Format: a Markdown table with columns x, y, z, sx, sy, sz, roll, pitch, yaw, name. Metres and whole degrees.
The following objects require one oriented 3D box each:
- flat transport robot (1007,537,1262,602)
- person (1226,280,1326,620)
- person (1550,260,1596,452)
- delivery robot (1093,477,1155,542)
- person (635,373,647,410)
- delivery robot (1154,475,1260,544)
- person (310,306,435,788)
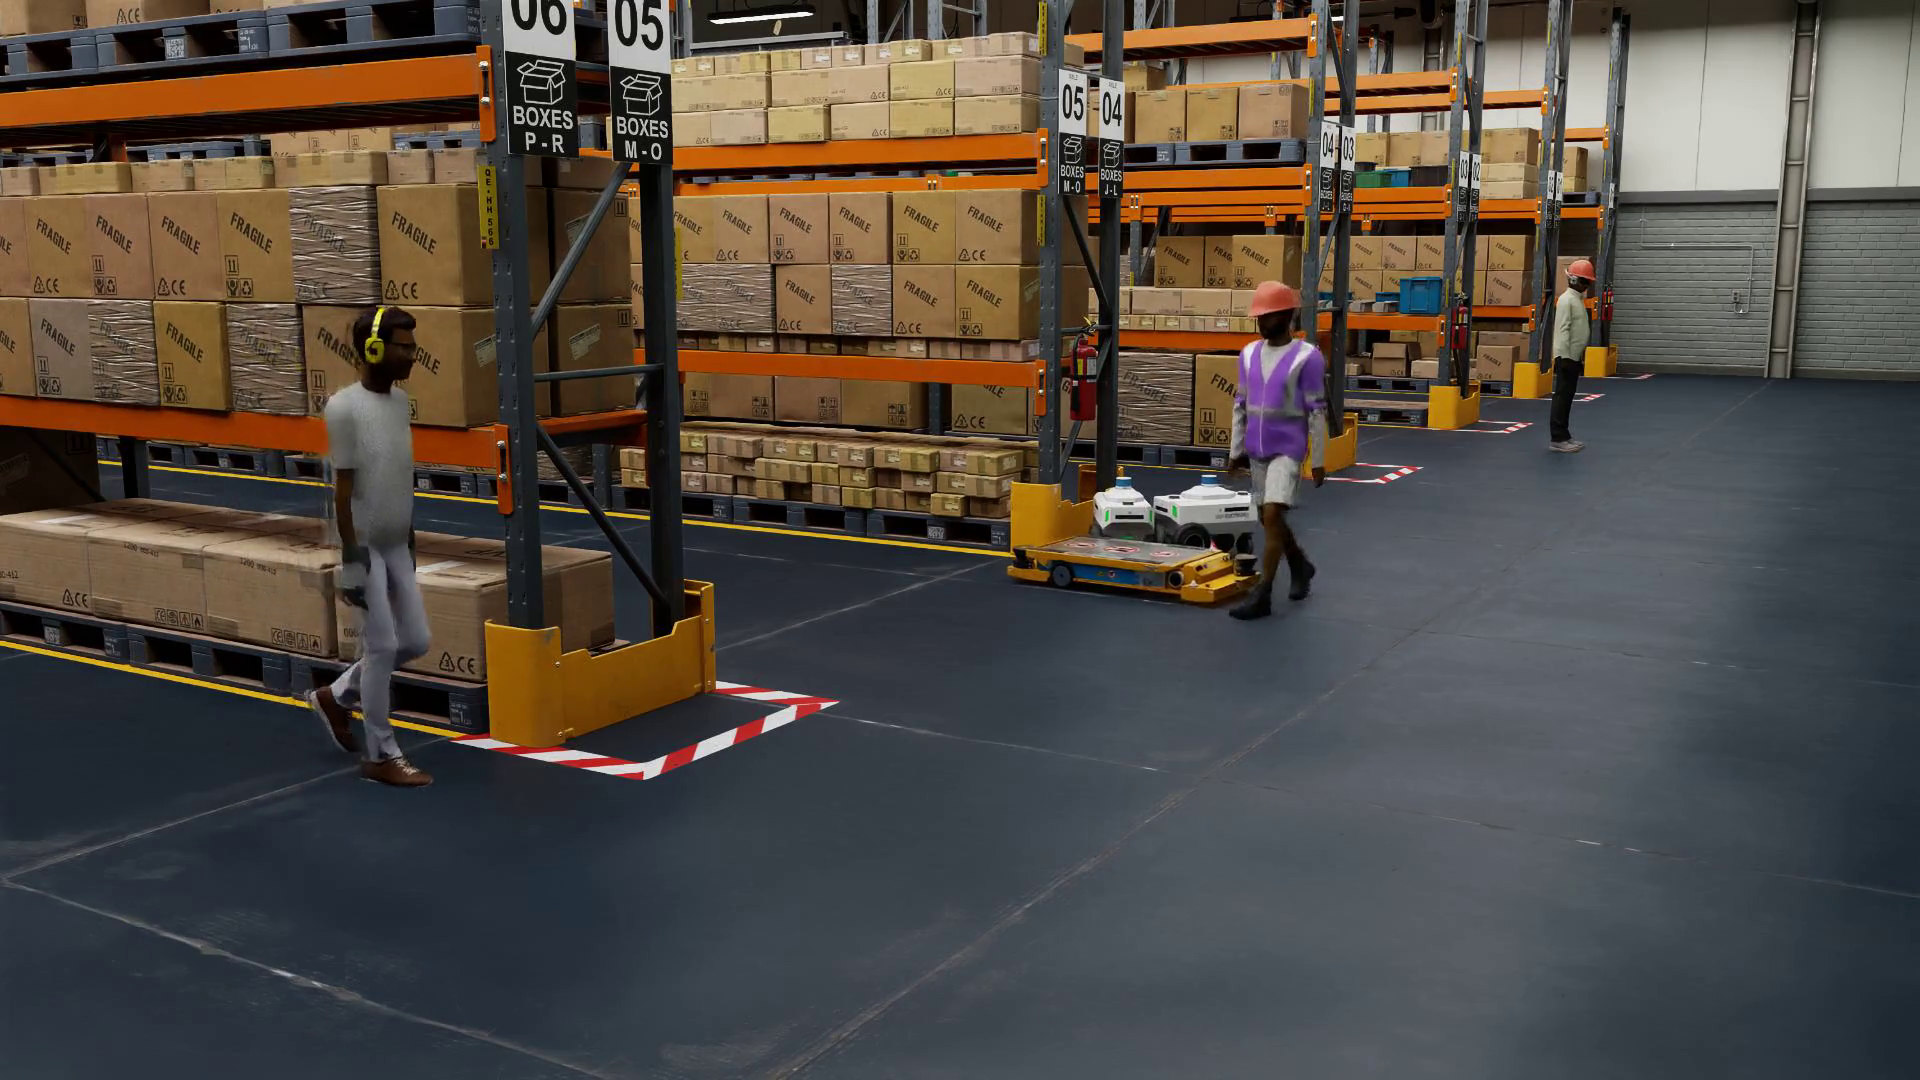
| x | y | z | sx | sy | sz | roll | pitch | yaw | name |
| --- | --- | --- | --- | --- | --- | --- | --- | --- | --- |
| 1.062 | 0.158 | 10.232 | 1.431 | 0.197 | 0.652 | 7 | 12 | 34 | flat transport robot |
| 1.848 | -0.531 | 9.535 | 0.898 | 1.903 | 0.563 | -9 | 13 | -43 | person |
| 6.392 | -1.919 | 17.380 | 0.389 | 1.986 | 0.608 | 6 | 11 | 31 | person |
| 1.088 | -0.178 | 11.095 | 0.477 | 0.478 | 0.707 | 0 | 10 | -1 | delivery robot |
| -3.205 | -1.518 | 16.164 | 0.791 | 1.607 | 0.520 | 7 | 12 | 34 | person |
| 1.675 | -0.196 | 11.199 | 0.707 | 0.478 | 0.477 | -3 | 10 | -19 | delivery robot |
| -2.296 | 0.031 | 6.395 | 0.551 | 1.845 | 0.557 | 3 | 10 | 17 | person |
